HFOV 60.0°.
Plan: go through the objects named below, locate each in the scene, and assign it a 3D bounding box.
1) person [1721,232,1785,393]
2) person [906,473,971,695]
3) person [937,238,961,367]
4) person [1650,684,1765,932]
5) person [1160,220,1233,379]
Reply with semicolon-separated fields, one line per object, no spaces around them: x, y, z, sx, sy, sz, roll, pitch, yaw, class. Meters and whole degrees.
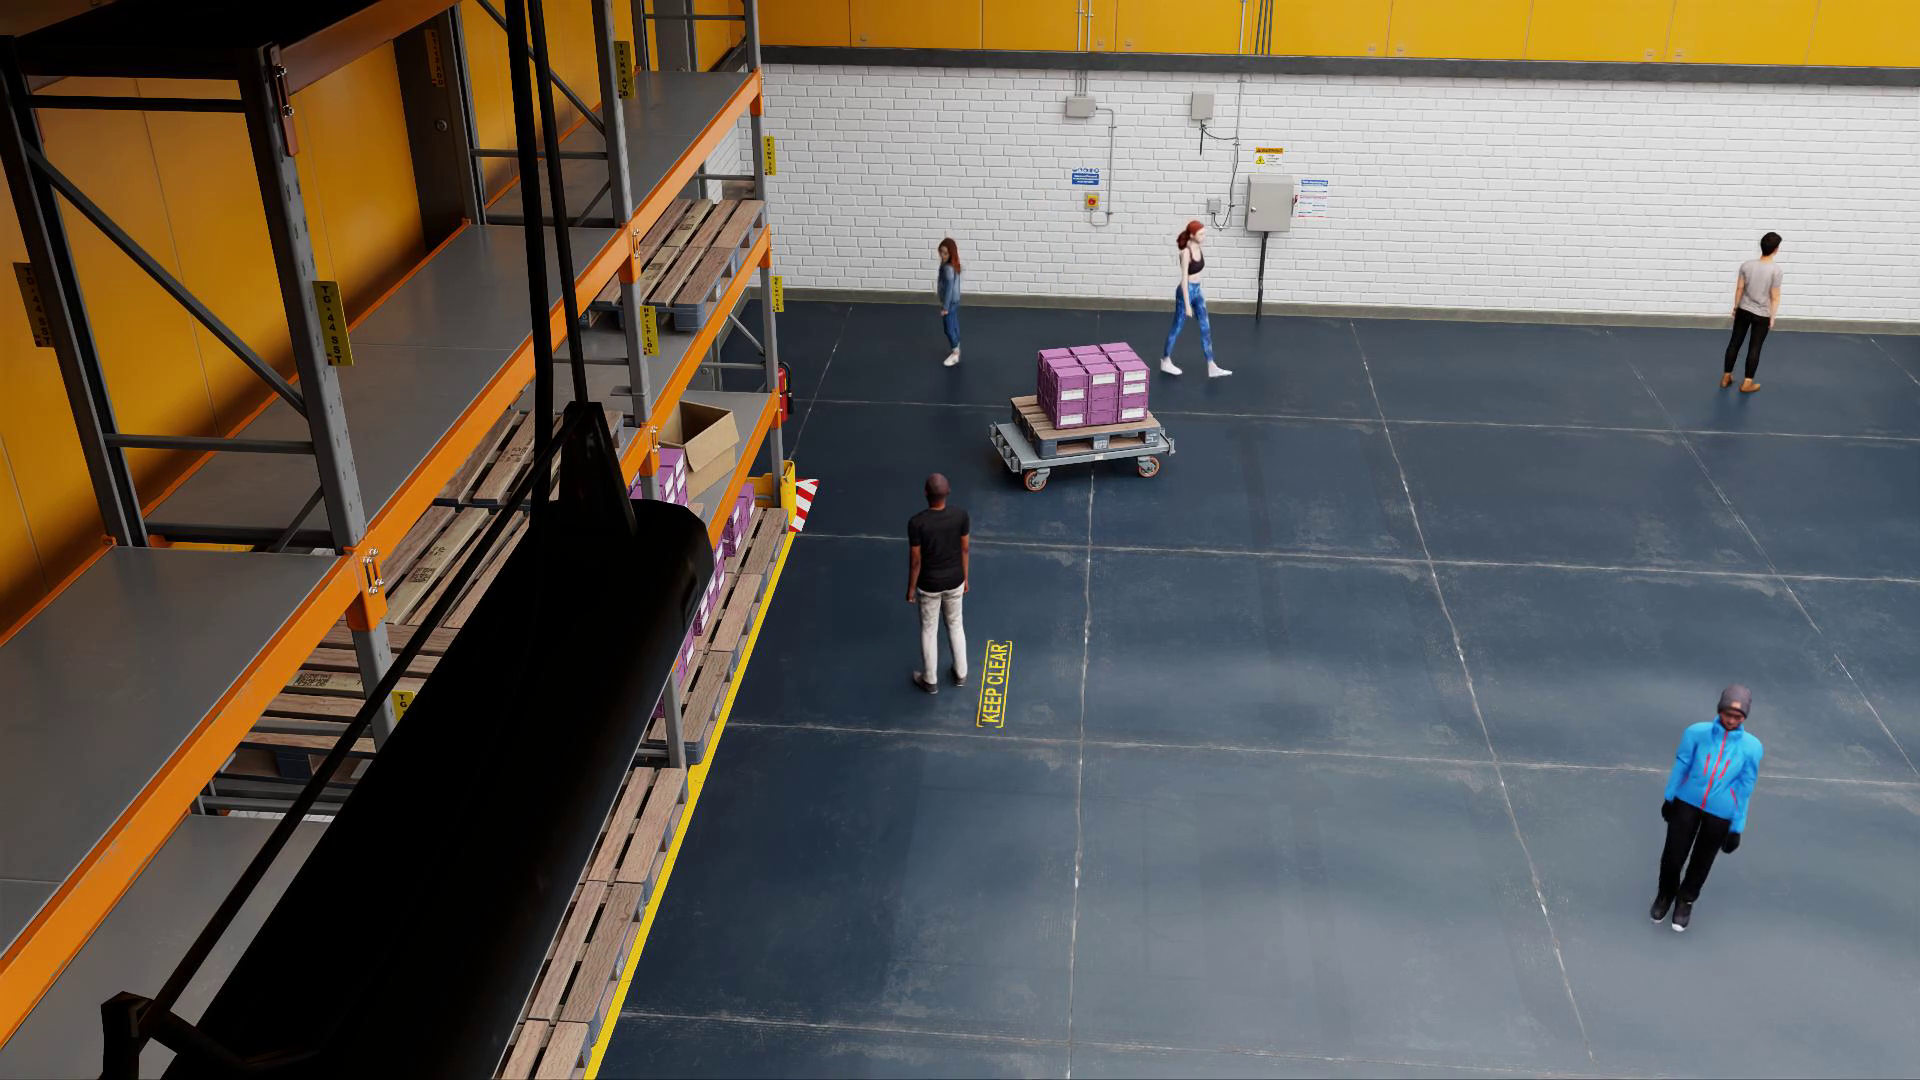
8.442;-2.432;17.694;0.732;1.718;0.679;-23;36;-36;person
-0.159;0.328;12.546;0.757;1.804;0.752;-12;31;-21;person
-0.087;-2.675;18.409;0.776;1.461;0.467;4;29;7;person
4.596;1.606;10.227;0.712;1.780;0.709;14;32;24;person
2.385;-2.589;17.945;1.006;1.754;1.086;19;34;31;person
